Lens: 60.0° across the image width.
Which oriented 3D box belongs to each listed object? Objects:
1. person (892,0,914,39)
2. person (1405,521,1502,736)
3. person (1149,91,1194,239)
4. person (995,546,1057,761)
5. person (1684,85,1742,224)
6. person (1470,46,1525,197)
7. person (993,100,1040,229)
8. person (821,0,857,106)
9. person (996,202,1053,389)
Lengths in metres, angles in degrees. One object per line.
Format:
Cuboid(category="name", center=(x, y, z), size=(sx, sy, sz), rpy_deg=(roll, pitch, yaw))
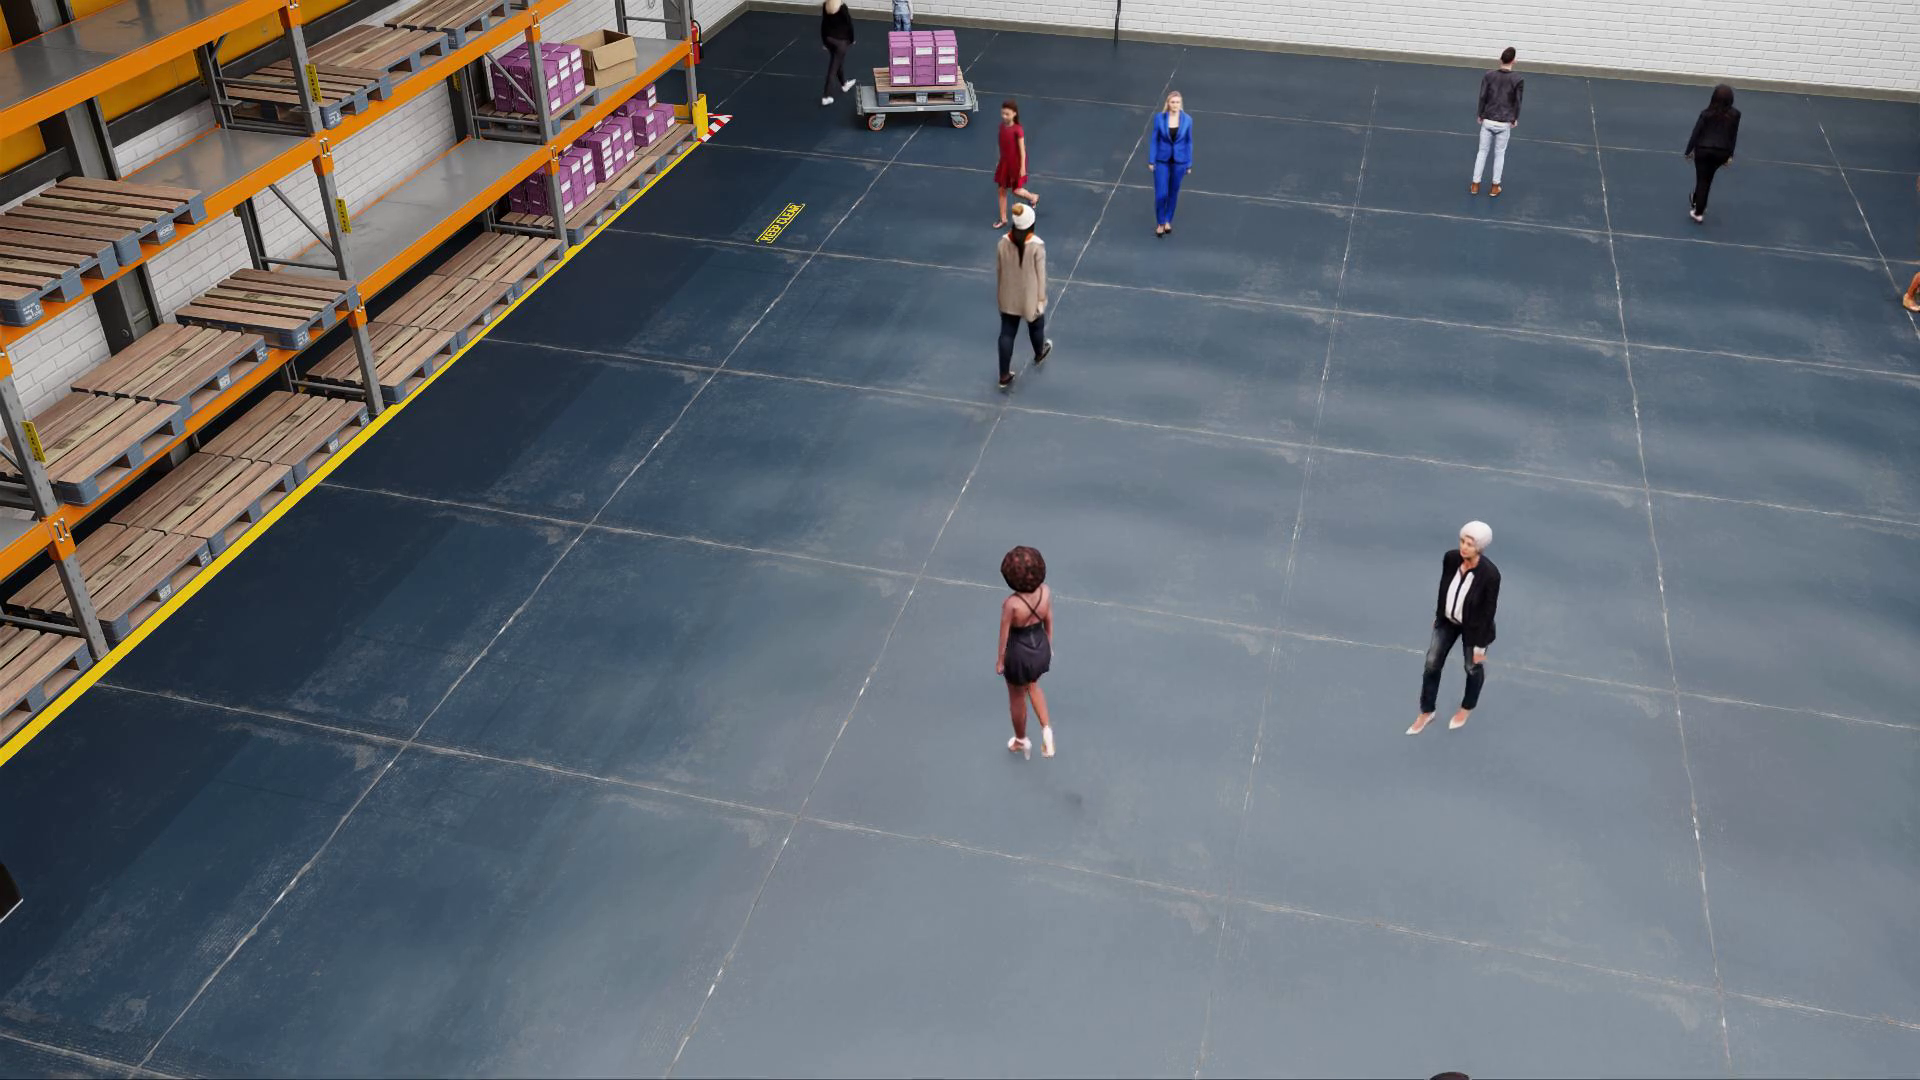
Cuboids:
Cuboid(category="person", center=(-0.878, -7.939, 25.097), size=(0.499, 1.261, 0.518), rpy_deg=(13, 36, 18))
Cuboid(category="person", center=(3.630, 0.590, 11.638), size=(0.969, 1.772, 0.985), rpy_deg=(-23, 40, -30))
Cuboid(category="person", center=(2.446, -4.431, 19.430), size=(0.732, 1.691, 0.760), rpy_deg=(0, 34, 0))
Cuboid(category="person", center=(0.500, 0.850, 11.405), size=(0.802, 1.779, 0.853), rpy_deg=(-20, 39, -27))
Cuboid(category="person", center=(8.923, -4.534, 19.679), size=(0.807, 1.587, 1.005), rpy_deg=(0, 34, 1))
Cuboid(category="person", center=(6.566, -5.115, 20.328), size=(0.681, 1.837, 0.590), rpy_deg=(13, 36, 19))
Cuboid(category="person", center=(0.656, -4.461, 19.621), size=(0.799, 1.529, 0.971), rpy_deg=(28, 43, 35))
Cuboid(category="person", center=(-1.762, -6.851, 23.109), size=(0.868, 1.649, 1.131), rpy_deg=(21, 39, 28))
Cuboid(category="person", center=(0.549, -2.346, 16.153), size=(0.848, 1.845, 1.178), rpy_deg=(15, 36, 21))
